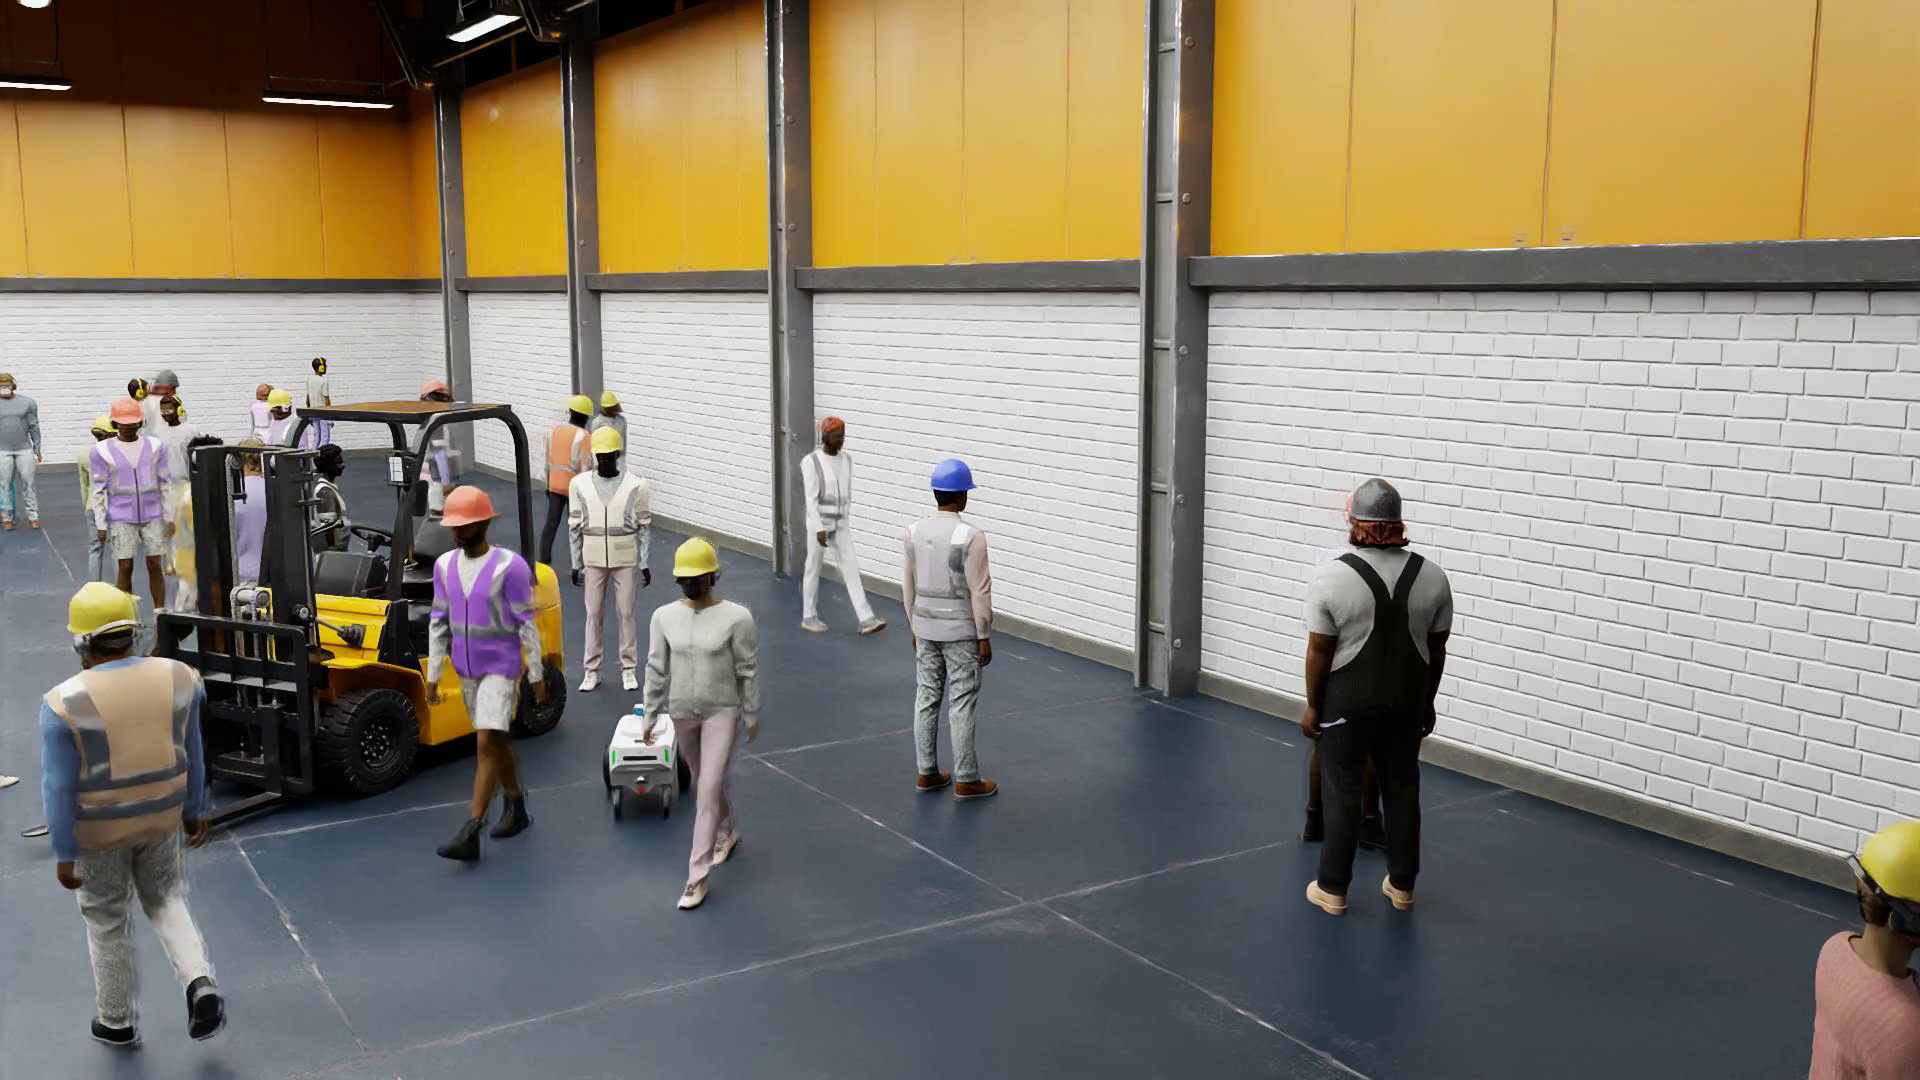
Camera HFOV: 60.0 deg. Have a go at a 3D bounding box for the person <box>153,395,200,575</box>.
[{"bbox_3d":[-7.966,-0.556,16.972,0.510,1.861,0.324,1,8,4],"label":"person"}]

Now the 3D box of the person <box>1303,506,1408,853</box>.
[{"bbox_3d":[2.095,0.668,8.553,0.644,1.901,0.649,0,8,3],"label":"person"}]

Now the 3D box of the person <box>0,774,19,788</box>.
[{"bbox_3d":[-5.784,0.583,9.604,0.527,1.765,0.329,1,9,10],"label":"person"}]

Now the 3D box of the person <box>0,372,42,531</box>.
[{"bbox_3d":[-11.528,-1.074,20.228,0.639,1.928,0.374,-5,10,-33],"label":"person"}]

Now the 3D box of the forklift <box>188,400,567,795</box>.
[{"bbox_3d":[-3.529,0.258,10.348,1.214,2.155,2.313,4,9,25],"label":"forklift"}]

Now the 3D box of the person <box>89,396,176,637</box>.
[{"bbox_3d":[-6.907,-0.188,13.926,0.613,2.031,0.410,-7,11,-38],"label":"person"}]

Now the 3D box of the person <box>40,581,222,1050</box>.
[{"bbox_3d":[-3.106,1.055,6.230,0.588,1.820,0.607,6,11,37],"label":"person"}]

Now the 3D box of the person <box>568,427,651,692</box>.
[{"bbox_3d":[-2.531,0.140,12.040,0.587,1.928,0.382,-1,8,-4],"label":"person"}]

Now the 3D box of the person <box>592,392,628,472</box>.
[{"bbox_3d":[-4.233,-0.958,20.216,0.506,1.693,0.883,-6,10,-35],"label":"person"}]

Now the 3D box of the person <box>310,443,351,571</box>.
[{"bbox_3d":[-5.005,0.078,13.227,0.321,1.696,0.537,-3,9,-21],"label":"person"}]

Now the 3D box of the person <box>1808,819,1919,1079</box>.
[{"bbox_3d":[2.024,1.466,3.683,0.344,1.758,0.532,2,9,13],"label":"person"}]

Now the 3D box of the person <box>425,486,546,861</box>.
[{"bbox_3d":[-2.504,0.679,8.504,0.573,1.894,0.940,3,9,21],"label":"person"}]

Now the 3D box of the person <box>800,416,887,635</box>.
[{"bbox_3d":[-1.036,-0.103,13.946,0.585,1.836,0.939,-7,11,-41],"label":"person"}]

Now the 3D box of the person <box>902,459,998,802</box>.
[{"bbox_3d":[-0.059,0.510,9.475,0.602,1.949,0.388,7,11,38],"label":"person"}]

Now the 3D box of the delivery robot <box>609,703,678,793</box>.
[{"bbox_3d":[-1.783,1.168,9.402,0.477,0.478,0.707,-1,8,-7],"label":"delivery robot"}]

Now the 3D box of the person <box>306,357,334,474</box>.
[{"bbox_3d":[-10.142,-1.963,26.410,0.538,1.869,0.313,5,10,30],"label":"person"}]

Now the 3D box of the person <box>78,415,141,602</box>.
[{"bbox_3d":[-7.890,-0.277,15.428,0.518,1.760,0.330,1,9,7],"label":"person"}]

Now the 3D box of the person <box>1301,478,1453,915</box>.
[{"bbox_3d":[1.895,0.718,7.764,0.688,2.000,0.539,-1,9,-9],"label":"person"}]

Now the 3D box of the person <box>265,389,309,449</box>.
[{"bbox_3d":[-7.505,-0.772,18.551,0.591,1.819,0.404,6,10,36],"label":"person"}]

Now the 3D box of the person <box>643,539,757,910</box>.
[{"bbox_3d":[-1.258,0.833,8.090,0.537,1.718,0.922,2,9,12],"label":"person"}]

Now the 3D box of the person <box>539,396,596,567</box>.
[{"bbox_3d":[-3.943,-0.520,16.727,0.709,1.856,0.963,4,9,23],"label":"person"}]

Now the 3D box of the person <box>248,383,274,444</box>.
[{"bbox_3d":[-9.566,-1.335,22.952,0.519,1.639,0.312,2,9,11],"label":"person"}]

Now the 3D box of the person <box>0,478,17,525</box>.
[{"bbox_3d":[-11.823,-1.066,20.498,0.500,1.828,0.541,7,11,39],"label":"person"}]

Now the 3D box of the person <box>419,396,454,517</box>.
[{"bbox_3d":[-5.438,-0.606,17.405,0.431,1.836,0.671,-5,10,-32],"label":"person"}]

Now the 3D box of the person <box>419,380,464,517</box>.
[{"bbox_3d":[-5.303,-0.639,17.066,0.533,1.994,0.638,1,8,4],"label":"person"}]
